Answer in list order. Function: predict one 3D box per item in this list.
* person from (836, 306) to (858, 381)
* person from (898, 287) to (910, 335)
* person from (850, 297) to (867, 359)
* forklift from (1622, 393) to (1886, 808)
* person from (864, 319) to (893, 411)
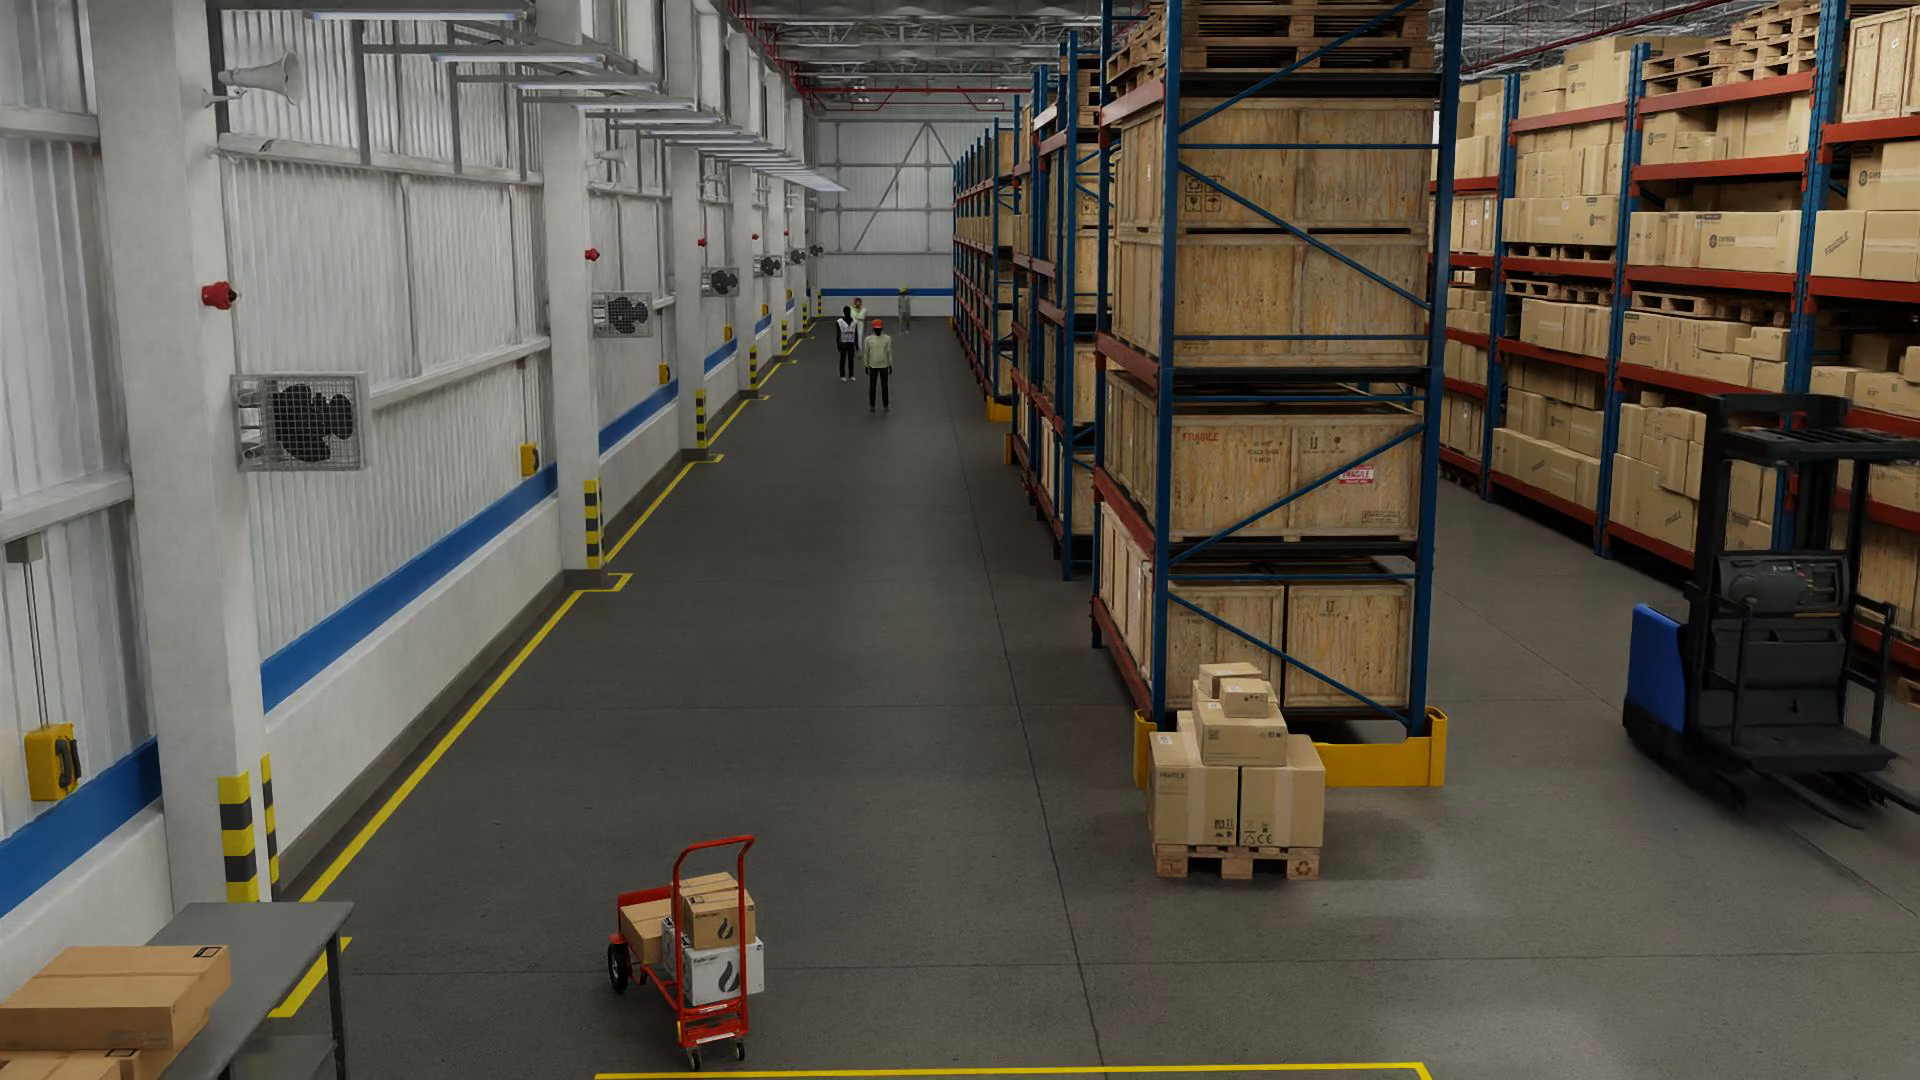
[{"bbox_3d":[-2.886,-5.015,42.477,0.586,1.913,0.398,-6,12,-29],"label":"person"},{"bbox_3d":[-1.988,-8.257,59.925,0.501,1.692,0.855,4,12,20],"label":"person"},{"bbox_3d":[-3.032,-6.257,49.144,0.593,1.826,0.459,-2,11,-9],"label":"person"},{"bbox_3d":[5.824,0.322,12.173,1.129,2.768,1.873,0,11,-2],"label":"forklift"},{"bbox_3d":[-1.753,-3.741,35.654,0.618,1.986,0.410,-1,11,-7],"label":"person"}]
